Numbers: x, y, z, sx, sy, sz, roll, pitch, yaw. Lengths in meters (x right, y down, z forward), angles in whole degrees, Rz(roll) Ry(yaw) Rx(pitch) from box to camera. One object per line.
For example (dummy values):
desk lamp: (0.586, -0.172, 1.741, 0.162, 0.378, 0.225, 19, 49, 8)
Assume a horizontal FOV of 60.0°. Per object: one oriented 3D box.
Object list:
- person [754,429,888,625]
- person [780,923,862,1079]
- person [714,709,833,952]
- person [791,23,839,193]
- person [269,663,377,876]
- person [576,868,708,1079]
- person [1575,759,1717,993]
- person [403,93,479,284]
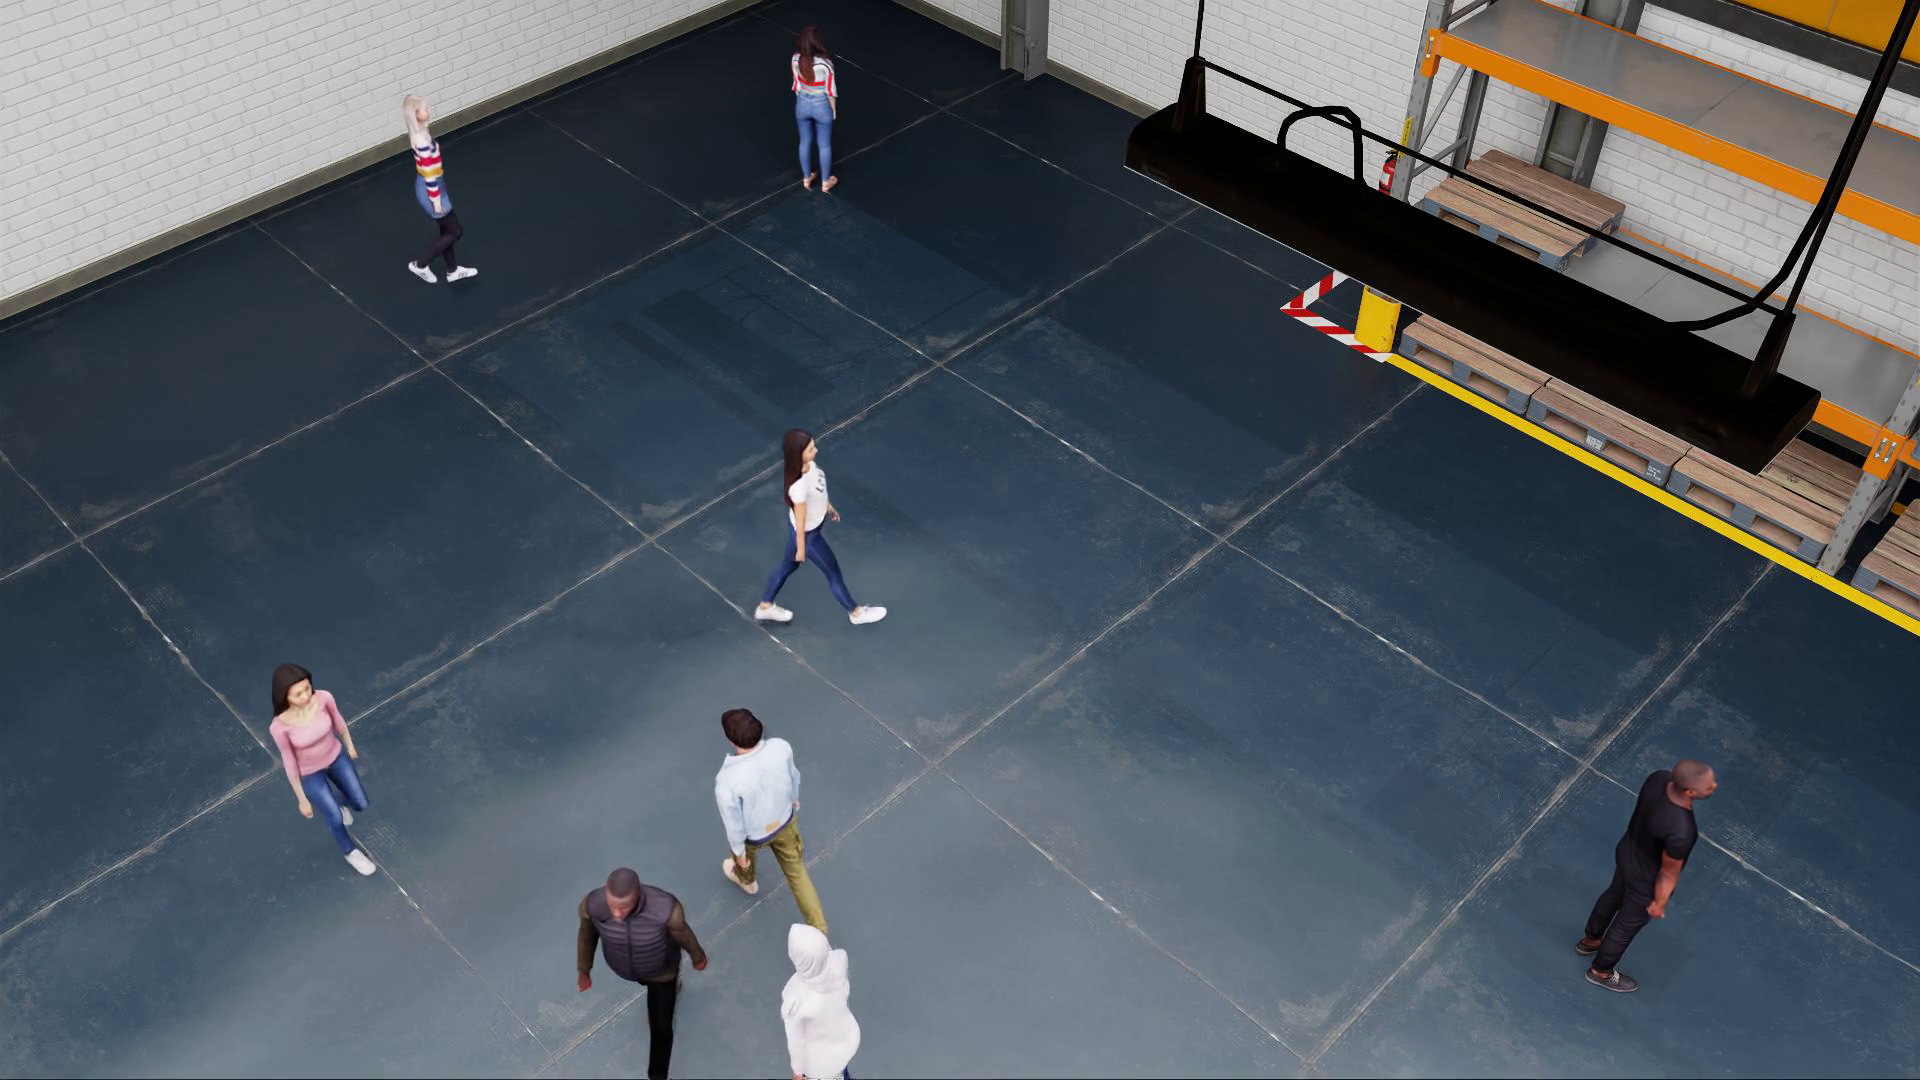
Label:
person: (-1.116, -0.042, 11.118, 1.113, 1.729, 1.135, -4, 44, -4)
person: (-0.630, 2.568, 8.354, 0.680, 1.762, 0.664, 22, 48, 21)
person: (-1.046, 1.653, 9.313, 0.745, 1.764, 1.216, -30, 51, -27)
person: (-1.352, -3.992, 15.349, 0.609, 1.612, 0.719, 10, 45, 11)
person: (-3.776, 1.283, 9.727, 0.748, 1.729, 0.620, 34, 53, 30)
person: (-1.633, 2.159, 8.768, 1.280, 1.783, 1.272, 7, 44, 8)
person: (3.743, 1.808, 9.110, 0.788, 1.819, 0.749, 3, 44, 3)
person: (-4.560, -2.942, 14.112, 0.886, 1.797, 0.856, -15, 46, -15)
